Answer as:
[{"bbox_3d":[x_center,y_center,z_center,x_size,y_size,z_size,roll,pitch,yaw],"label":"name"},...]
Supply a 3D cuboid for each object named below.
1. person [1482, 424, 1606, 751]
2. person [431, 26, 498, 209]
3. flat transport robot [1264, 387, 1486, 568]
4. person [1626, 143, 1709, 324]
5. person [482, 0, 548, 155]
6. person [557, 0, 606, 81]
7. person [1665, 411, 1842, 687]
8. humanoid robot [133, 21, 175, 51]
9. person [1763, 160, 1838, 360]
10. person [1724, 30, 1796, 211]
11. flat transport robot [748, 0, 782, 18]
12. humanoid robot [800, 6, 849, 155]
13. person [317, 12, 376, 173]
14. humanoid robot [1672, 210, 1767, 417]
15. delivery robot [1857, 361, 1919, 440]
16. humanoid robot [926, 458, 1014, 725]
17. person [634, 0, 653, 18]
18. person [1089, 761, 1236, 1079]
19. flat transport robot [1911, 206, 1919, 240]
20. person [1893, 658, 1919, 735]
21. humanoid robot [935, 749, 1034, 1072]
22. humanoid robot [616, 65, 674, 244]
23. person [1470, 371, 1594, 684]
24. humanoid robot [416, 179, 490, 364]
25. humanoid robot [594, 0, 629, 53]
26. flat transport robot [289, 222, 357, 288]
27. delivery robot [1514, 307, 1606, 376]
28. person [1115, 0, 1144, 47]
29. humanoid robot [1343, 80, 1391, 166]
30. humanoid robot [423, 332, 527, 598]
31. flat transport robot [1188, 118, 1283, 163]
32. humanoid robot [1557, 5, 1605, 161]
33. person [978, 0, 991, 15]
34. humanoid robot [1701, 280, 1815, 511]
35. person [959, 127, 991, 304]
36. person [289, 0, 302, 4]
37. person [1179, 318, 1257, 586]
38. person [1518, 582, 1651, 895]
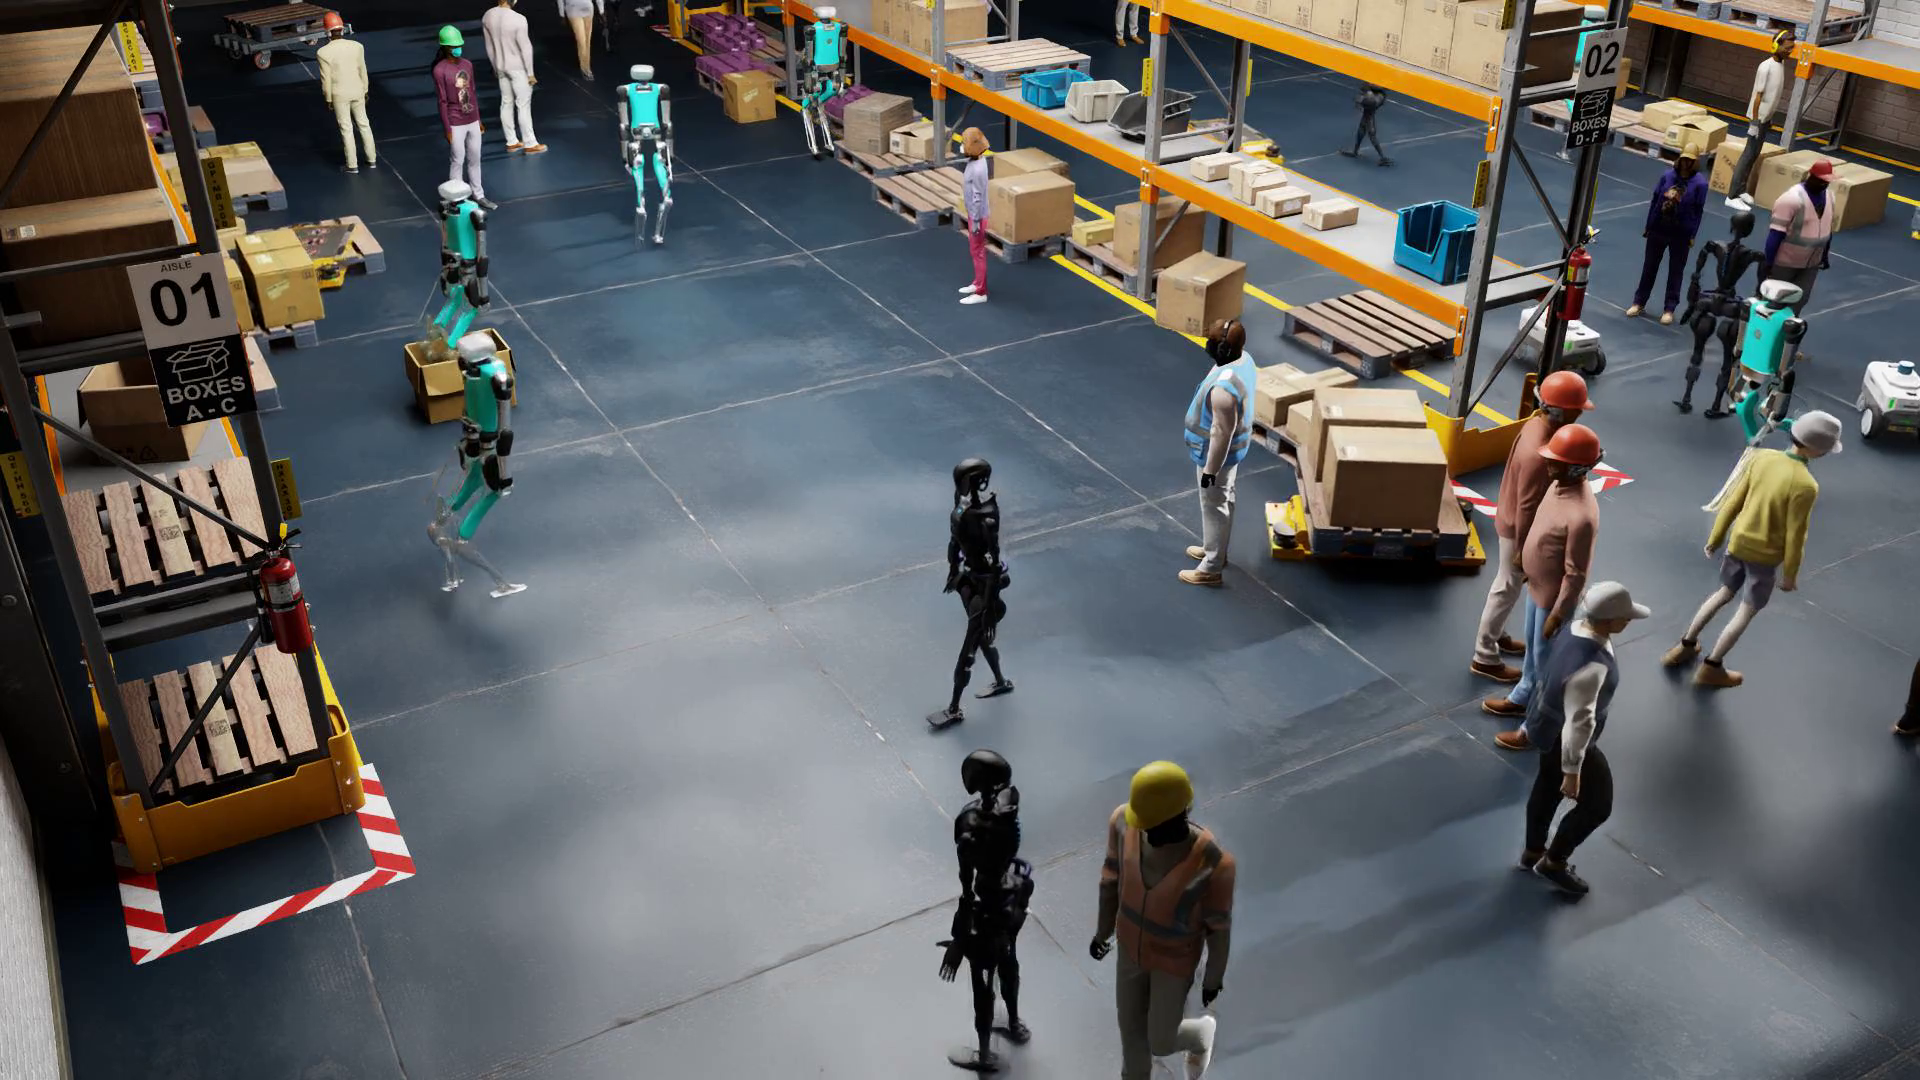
[{"bbox_3d":[3.261,0.264,9.220,0.380,1.995,0.608,3,30,5],"label":"person"},{"bbox_3d":[-5.205,-4.370,17.330,0.422,1.950,0.500,19,35,29],"label":"person"},{"bbox_3d":[2.867,-0.079,11.548,1.431,0.231,0.659,2,30,4],"label":"flat transport robot"},{"bbox_3d":[6.328,-2.735,14.807,0.450,1.624,0.326,21,36,32],"label":"person"},{"bbox_3d":[-5.159,-5.425,19.180,0.627,1.938,0.373,16,33,25],"label":"person"},{"bbox_3d":[-4.994,-7.011,22.143,0.595,1.723,0.733,-21,36,-32],"label":"person"},{"bbox_3d":[4.669,0.055,9.732,0.456,1.845,0.563,-9,31,-15],"label":"person"},{"bbox_3d":[-10.524,-6.704,21.667,0.437,1.639,0.603,23,37,34],"label":"humanoid robot"},{"bbox_3d":[7.085,-2.376,14.080,0.668,1.733,0.425,-7,31,-11],"label":"person"},{"bbox_3d":[8.444,-4.418,17.499,0.309,1.865,0.531,23,37,35],"label":"person"},{"bbox_3d":[-2.811,-8.339,25.926,1.431,0.231,0.659,-3,30,-6],"label":"flat transport robot"},{"bbox_3d":[-1.614,-5.284,18.999,0.533,1.678,0.735,-15,33,-24],"label":"humanoid robot"},{"bbox_3d":[-6.887,-5.013,18.645,0.329,1.751,0.562,24,37,35],"label":"person"},{"bbox_3d":[5.992,-1.772,13.096,0.613,1.650,0.365,25,38,37],"label":"humanoid robot"},{"bbox_3d":[7.351,-1.105,13.050,0.499,0.598,0.802,6,30,10],"label":"delivery robot"},{"bbox_3d":[0.045,0.271,9.539,0.647,1.635,0.604,-13,32,-21],"label":"humanoid robot"},{"bbox_3d":[-5.022,-8.986,25.491,0.741,1.822,0.706,20,35,30],"label":"person"},{"bbox_3d":[0.852,1.657,6.898,0.590,1.895,0.526,24,37,35],"label":"person"},{"bbox_3d":[10.313,-2.915,16.484,0.659,0.231,1.431,-16,33,-25],"label":"flat transport robot"},{"bbox_3d":[5.652,0.276,9.268,0.460,1.934,0.634,-8,31,-13],"label":"person"},{"bbox_3d":[0.123,1.604,7.200,0.326,1.659,0.603,13,32,22],"label":"humanoid robot"},{"bbox_3d":[-3.053,-3.717,16.439,0.540,1.780,0.821,-8,31,-14],"label":"humanoid robot"},{"bbox_3d":[3.375,-0.085,9.843,0.412,1.985,0.619,12,32,19],"label":"person"},{"bbox_3d":[-4.110,-1.927,13.311,0.531,1.794,0.794,21,36,32],"label":"humanoid robot"},{"bbox_3d":[-5.015,-7.773,23.589,0.590,1.645,0.788,-5,30,-8],"label":"humanoid robot"},{"bbox_3d":[-6.299,-2.787,16.261,0.659,0.231,1.431,-5,30,-8],"label":"flat transport robot"},{"bbox_3d":[5.059,-1.698,14.065,0.499,0.581,0.778,-10,31,-17],"label":"delivery robot"},{"bbox_3d":[2.456,-8.059,23.807,0.581,1.897,0.351,-16,34,-26],"label":"person"},{"bbox_3d":[4.720,-5.102,18.926,0.630,1.643,0.575,-26,39,-38],"label":"humanoid robot"},{"bbox_3d":[-3.196,-0.394,10.644,0.798,1.797,0.531,-25,38,-36],"label":"humanoid robot"},{"bbox_3d":[3.178,-4.687,19.568,0.659,0.231,1.431,-9,31,-16],"label":"flat transport robot"},{"bbox_3d":[7.080,-5.029,18.700,0.543,1.760,0.968,-1,30,-2],"label":"humanoid robot"},{"bbox_3d":[0.216,-6.731,21.485,0.403,1.907,0.643,-9,31,-15],"label":"person"},{"bbox_3d":[5.848,-1.020,11.759,1.012,1.778,0.530,-10,32,-18],"label":"humanoid robot"},{"bbox_3d":[0.134,-2.967,15.213,0.287,1.628,0.500,-2,30,-3],"label":"person"},{"bbox_3d":[-9.847,-8.421,24.505,0.429,1.832,0.633,-9,31,-16],"label":"person"},{"bbox_3d":[1.669,-0.576,10.834,0.429,1.842,0.632,9,31,15],"label":"person"},{"bbox_3d":[3.067,0.975,8.220,0.542,1.744,0.804,6,30,10],"label":"person"}]
